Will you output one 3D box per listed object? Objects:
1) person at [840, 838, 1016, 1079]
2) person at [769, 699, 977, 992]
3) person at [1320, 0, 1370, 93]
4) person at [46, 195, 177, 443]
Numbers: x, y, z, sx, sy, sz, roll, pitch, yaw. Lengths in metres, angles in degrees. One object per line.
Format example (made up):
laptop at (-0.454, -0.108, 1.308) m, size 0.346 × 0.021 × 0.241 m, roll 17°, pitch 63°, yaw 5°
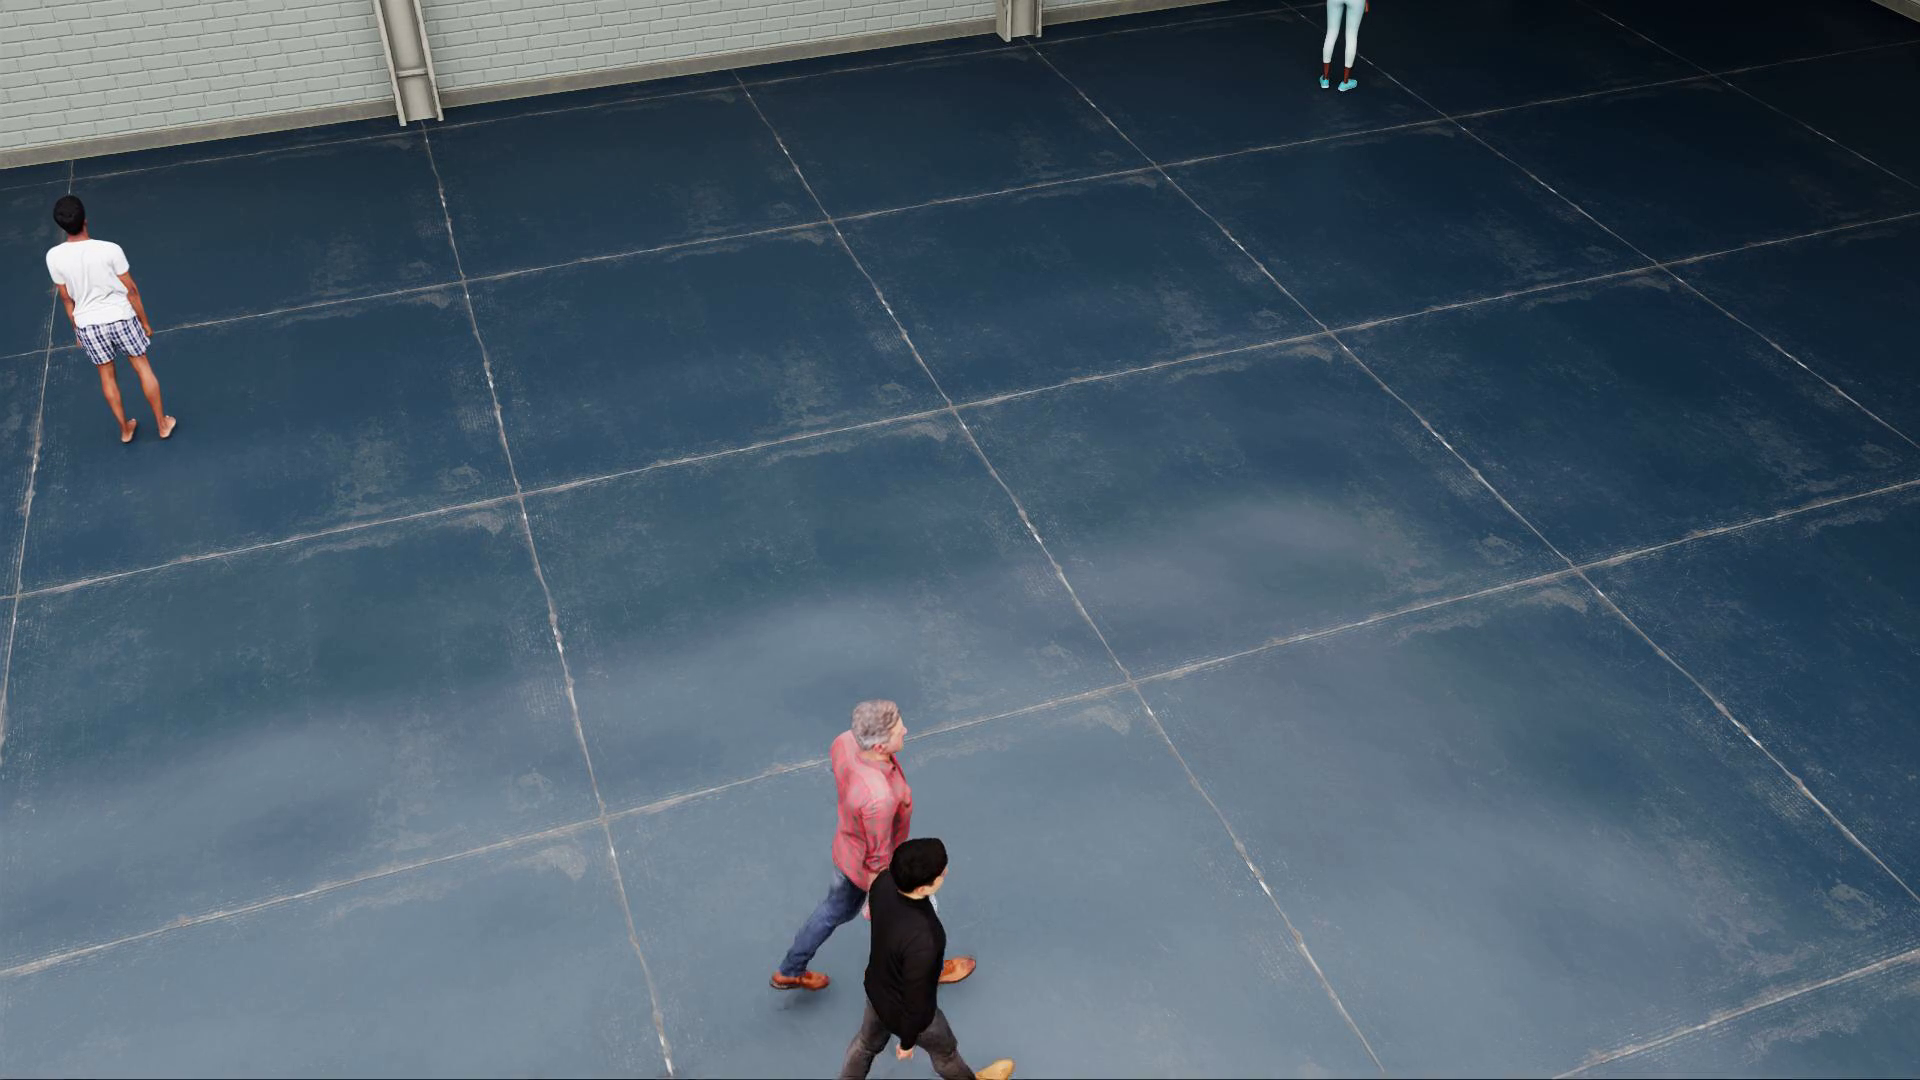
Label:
person at (-0.305, 1.845, 6.736) m, size 1.091 × 1.685 × 0.739 m, roll -18°, pitch 41°, yaw -22°
person at (-0.473, 1.401, 7.216) m, size 1.166 × 1.793 × 0.723 m, roll -15°, pitch 40°, yaw -18°
person at (3.620, -5.081, 15.557) m, size 0.648 × 1.724 × 0.714 m, roll 14°, pitch 40°, yaw 18°
person at (-5.575, -1.420, 10.873) m, size 0.483 × 1.729 × 0.686 m, roll -10°, pitch 39°, yaw -12°
